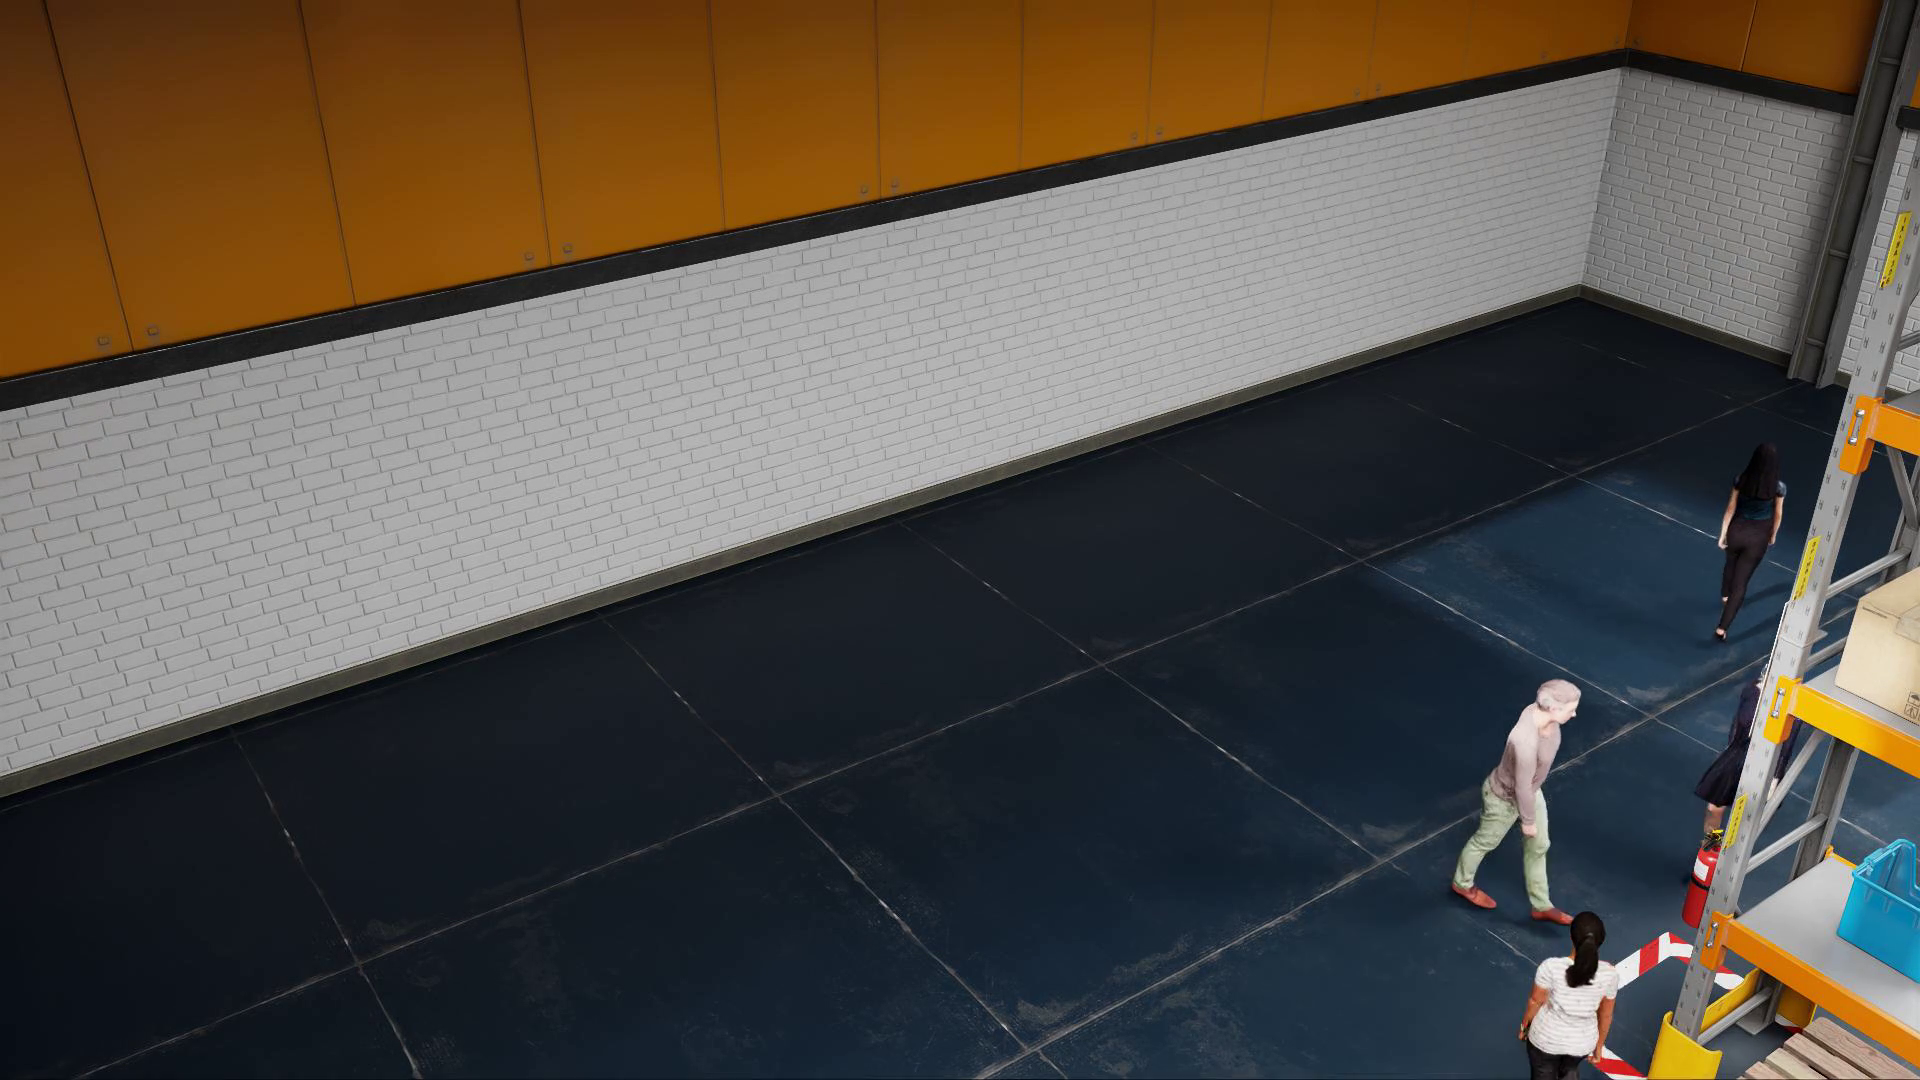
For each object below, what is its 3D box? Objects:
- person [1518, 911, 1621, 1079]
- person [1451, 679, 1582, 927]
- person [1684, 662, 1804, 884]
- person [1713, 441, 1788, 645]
[{"bbox_3d":[3.160,2.665,8.687,0.675,1.632,0.727,2,29,4],"label":"person"},{"bbox_3d":[3.388,1.596,10.446,1.149,1.825,0.890,19,34,31],"label":"person"},{"bbox_3d":[5.164,1.468,10.771,0.687,1.737,0.636,-21,35,-34],"label":"person"},{"bbox_3d":[6.325,0.062,13.397,1.098,1.692,0.880,18,34,30],"label":"person"}]
